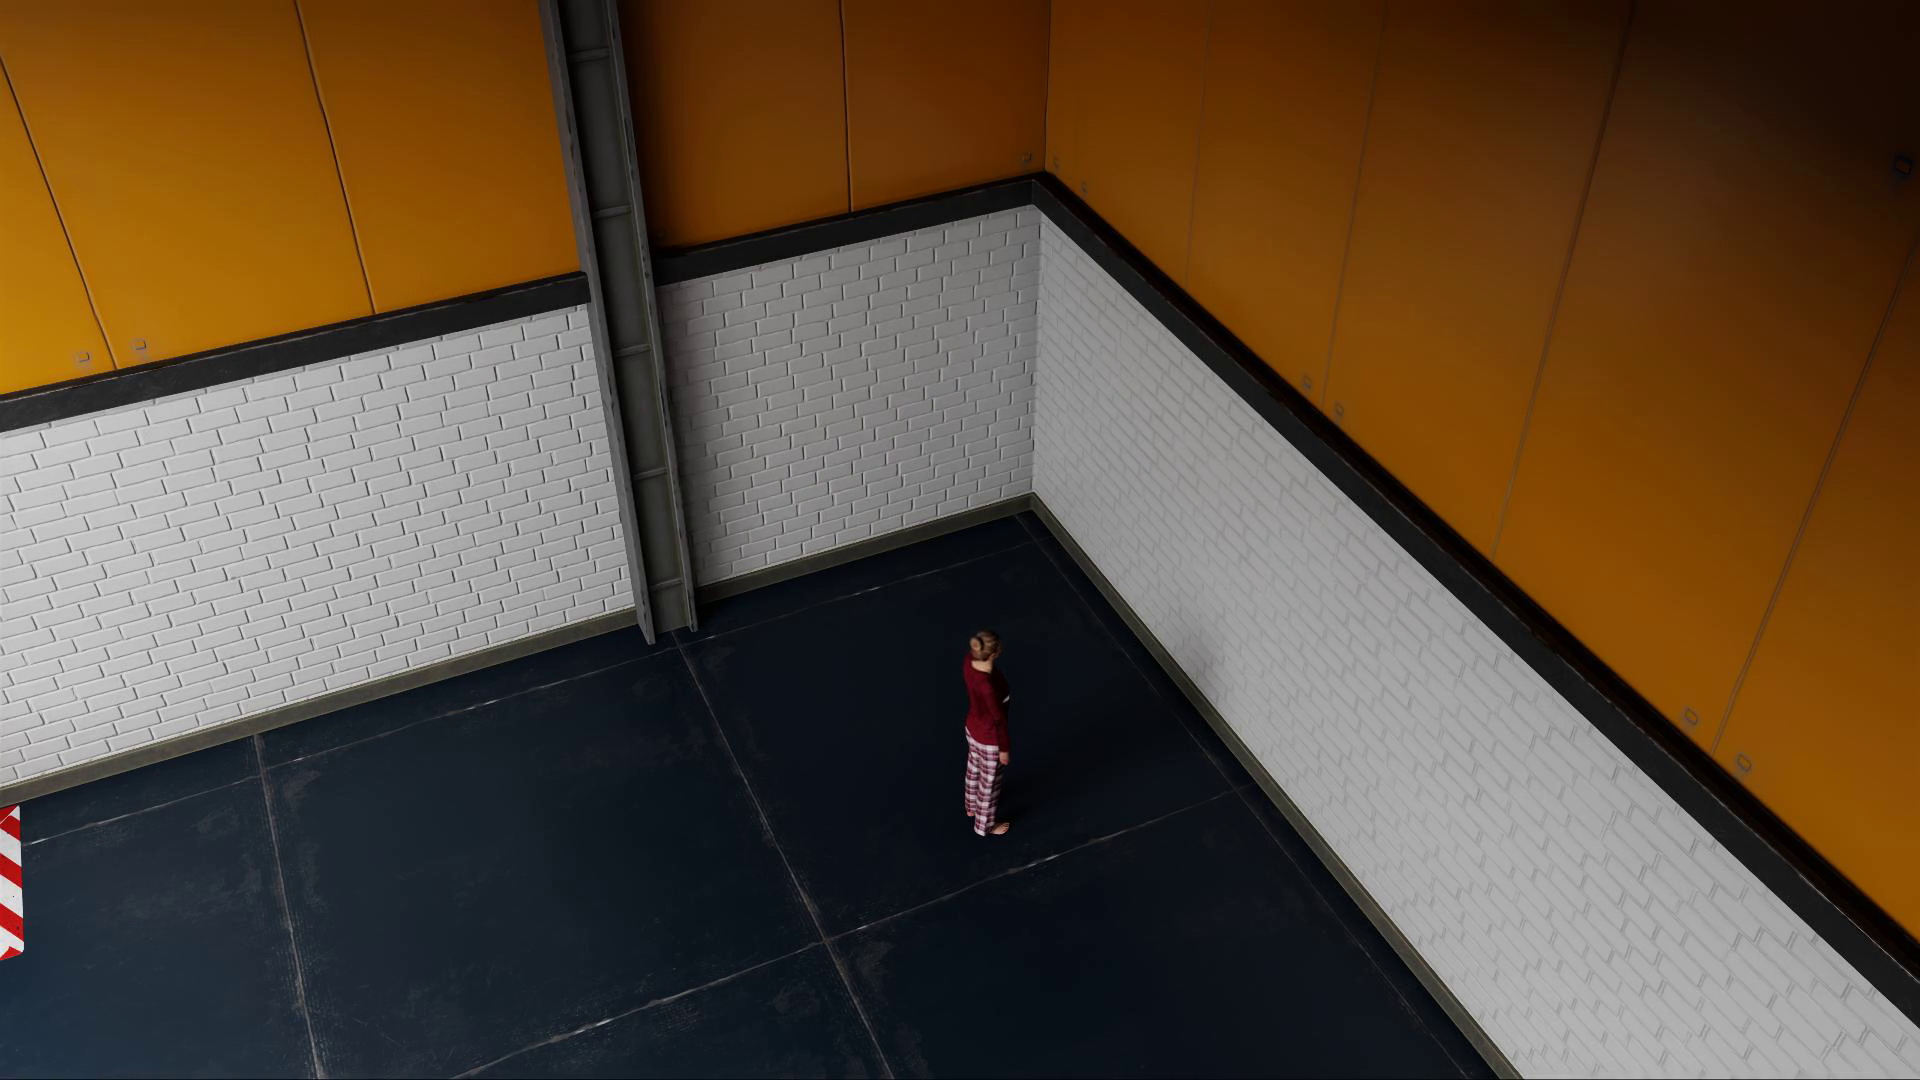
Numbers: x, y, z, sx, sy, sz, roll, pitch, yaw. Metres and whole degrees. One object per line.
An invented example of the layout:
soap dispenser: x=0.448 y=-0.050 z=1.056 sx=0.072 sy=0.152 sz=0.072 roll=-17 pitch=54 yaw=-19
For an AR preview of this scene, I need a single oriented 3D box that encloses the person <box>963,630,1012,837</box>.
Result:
person: x=0.168 y=1.206 z=10.601 sx=0.492 sy=1.688 sz=0.616 roll=-15 pitch=41 yaw=-18
